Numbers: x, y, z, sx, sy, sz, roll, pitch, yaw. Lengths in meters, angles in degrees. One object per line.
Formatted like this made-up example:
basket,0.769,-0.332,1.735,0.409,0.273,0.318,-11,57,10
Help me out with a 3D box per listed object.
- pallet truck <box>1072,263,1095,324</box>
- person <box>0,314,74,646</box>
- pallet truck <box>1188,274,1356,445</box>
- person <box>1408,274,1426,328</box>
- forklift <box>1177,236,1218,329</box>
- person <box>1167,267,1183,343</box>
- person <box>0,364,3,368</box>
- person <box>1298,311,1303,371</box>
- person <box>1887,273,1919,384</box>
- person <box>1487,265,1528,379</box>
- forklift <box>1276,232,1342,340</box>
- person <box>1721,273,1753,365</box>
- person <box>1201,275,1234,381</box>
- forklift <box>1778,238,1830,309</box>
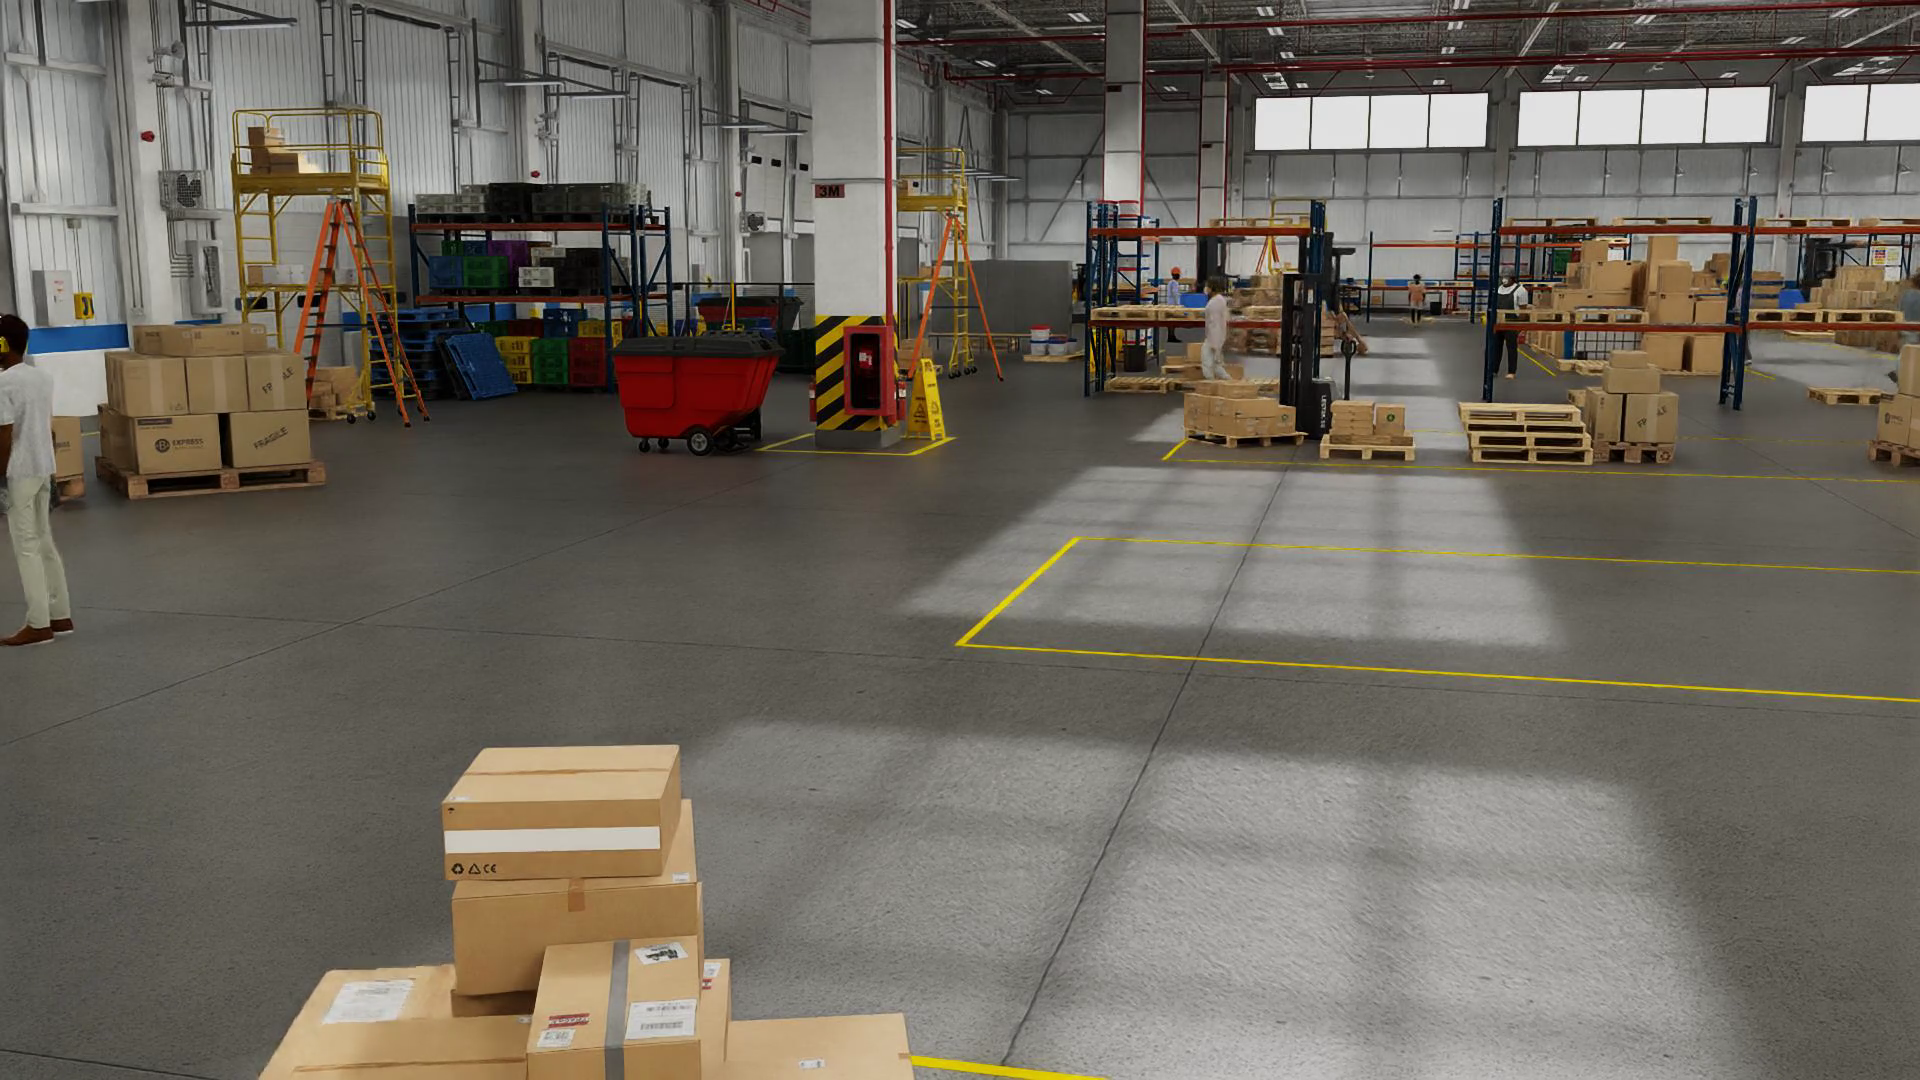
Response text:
pallet truck,4.325,-8.180,55.162,0.823,1.965,1.885,6,11,31
person,-5.284,-0.324,9.370,0.320,1.865,0.599,1,10,4
pallet truck,3.653,-2.138,19.590,1.885,1.965,0.823,-4,10,-20
person,14.254,-7.478,51.950,0.543,1.677,0.615,2,10,14
forklift,7.496,-7.833,50.522,1.873,2.768,1.129,-2,10,-11
person,5.528,-6.033,42.702,0.369,1.933,0.553,-1,10,-8
person,-10.082,-1.639,17.109,0.633,1.843,0.429,0,10,2
person,6.656,-4.095,31.885,0.321,1.736,0.484,6,11,31
person,16.005,-3.510,27.905,0.431,1.920,0.631,1,10,6
person,9.773,-3.901,29.842,0.537,2.000,0.682,-9,13,-42
forklift,9.151,-6.565,43.059,1.873,2.768,1.129,-8,13,-40
person,15.659,-4.467,33.702,0.682,1.867,0.992,-9,13,-42
person,3.761,-2.892,24.265,0.622,1.918,0.640,3,10,18
forklift,28.592,-8.708,55.673,1.129,2.768,1.873,-6,11,-31
